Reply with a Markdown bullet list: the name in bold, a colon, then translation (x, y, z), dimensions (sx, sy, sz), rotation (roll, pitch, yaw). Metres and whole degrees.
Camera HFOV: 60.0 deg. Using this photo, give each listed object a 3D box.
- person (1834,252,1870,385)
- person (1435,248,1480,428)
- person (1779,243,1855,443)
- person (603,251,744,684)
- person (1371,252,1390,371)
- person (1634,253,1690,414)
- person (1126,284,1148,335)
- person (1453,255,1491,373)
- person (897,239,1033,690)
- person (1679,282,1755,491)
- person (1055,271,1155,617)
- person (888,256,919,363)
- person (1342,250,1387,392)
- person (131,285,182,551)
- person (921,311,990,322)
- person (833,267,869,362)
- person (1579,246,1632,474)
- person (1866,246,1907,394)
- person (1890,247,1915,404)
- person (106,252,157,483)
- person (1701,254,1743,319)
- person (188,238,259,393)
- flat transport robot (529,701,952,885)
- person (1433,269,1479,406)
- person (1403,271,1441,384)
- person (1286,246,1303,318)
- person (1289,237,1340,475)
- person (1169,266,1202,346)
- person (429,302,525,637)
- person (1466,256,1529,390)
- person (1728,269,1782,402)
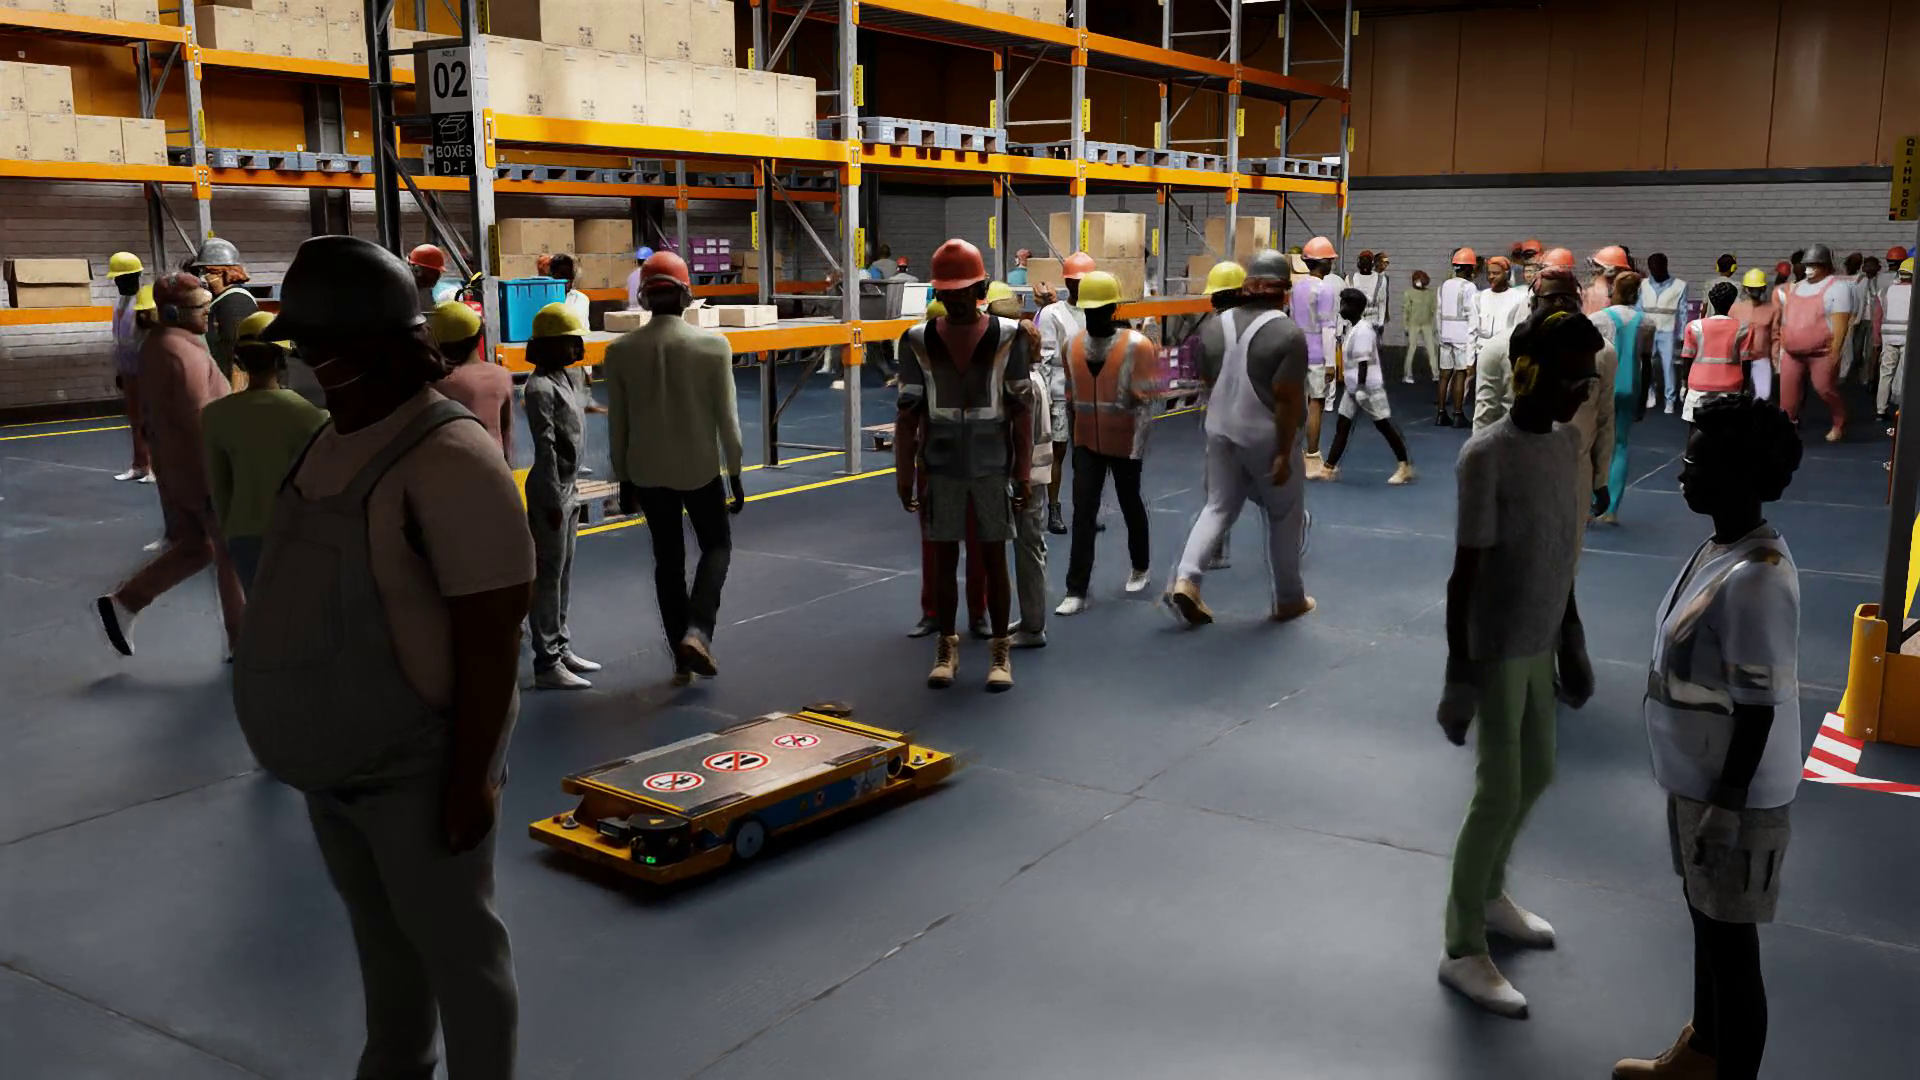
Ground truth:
- **person**: translation (12.409, -3.090, 23.287), dimensions (0.382, 1.853, 0.627), rotation (-4, 11, -23)
- **person**: translation (5.392, -2.174, 17.960), dimensions (0.363, 1.935, 0.553), rotation (-5, 11, -25)
- **person**: translation (8.479, -1.951, 16.440), dimensions (0.917, 2.000, 0.687), rotation (-5, 11, -27)
- **person**: translation (-1.288, -0.310, 7.533), dimensions (0.630, 1.971, 0.505), rotation (1, 10, 3)
- **person**: translation (6.410, -3.499, 25.607), dimensions (0.503, 1.838, 0.350), rotation (-9, 13, -39)
- **person**: translation (8.321, -2.453, 19.680), dimensions (0.671, 1.876, 0.608), rotation (8, 13, 39)
- **person**: translation (2.493, -3.148, 23.889), dimensions (0.339, 1.745, 0.561), rotation (-2, 10, -12)
- **person**: translation (7.979, -3.429, 25.326), dimensions (0.954, 1.803, 0.521), rotation (0, 10, -2)
- **person**: translation (0.018, -0.325, 7.485), dimensions (0.615, 2.028, 0.409), rotation (1, 10, 6)
- **person**: translation (6.053, -1.213, 13.328), dimensions (0.536, 1.693, 0.319), rotation (4, 11, 22)
- **person**: translation (0.841, -0.563, 9.273), dimensions (0.589, 1.870, 1.048), rotation (6, 12, 28)
- **person**: translation (-0.947, -3.803, 27.498), dimensions (0.565, 1.751, 0.330), rotation (-3, 11, -16)
- **person**: translation (5.350, -2.887, 22.067), dimensions (0.573, 1.883, 0.356), rotation (2, 11, 13)
- **person**: translation (-5.125, -0.767, 10.724), dimensions (0.487, 1.742, 0.319), rotation (7, 12, 32)
- **person**: translation (-0.025, -1.057, 12.065), dimensions (0.574, 1.835, 0.384), rotation (-4, 11, -23)
- **person**: translation (-1.815, -3.873, 27.479), dimensions (0.744, 1.898, 0.702), rotation (-8, 13, -37)
- **person**: translation (5.456, -1.515, 14.205), dimensions (0.463, 1.968, 0.627), rotation (1, 10, 7)
- **person**: translation (12.246, -2.885, 21.897), dimensions (0.361, 1.940, 0.543), rotation (-4, 11, -22)
- **person**: translation (11.753, -2.650, 20.564), dimensions (0.380, 1.951, 0.607), rotation (4, 11, 23)
- **person**: translation (-6.884, -1.439, 13.918), dimensions (0.586, 1.928, 0.364), rotation (6, 12, 32)
- **person**: translation (9.215, -2.529, 20.164), dimensions (0.328, 1.861, 0.506), rotation (-9, 13, -40)
- **person**: translation (-4.950, -1.005, 11.199), dimensions (0.537, 2.000, 0.689), rotation (-4, 11, -23)
- **flat transport robot**: translation (-0.728, 0.847, 5.842), dimensions (0.652, 0.197, 1.431), rotation (8, 13, 38)
- **person**: translation (6.040, -2.474, 20.166), dimensions (0.534, 1.740, 0.755), rotation (6, 12, 29)
- **person**: translation (6.498, -2.980, 23.389), dimensions (0.528, 1.590, 0.613), rotation (1, 10, 4)
- **person**: translation (5.497, -3.856, 27.314), dimensions (0.381, 1.924, 0.593), rotation (6, 12, 31)
- **person**: translation (3.071, -1.581, 14.373), dimensions (0.364, 2.048, 0.611), rotation (-4, 11, -19)
- **person**: translation (3.937, -3.894, 28.442), dimensions (0.889, 1.578, 0.530), rotation (9, 13, 40)
- **person**: translation (-2.381, -0.282, 8.055), dimensions (0.465, 1.729, 0.632), rotation (5, 11, 24)
- **person**: translation (4.920, -1.646, 15.241), dimensions (0.582, 1.872, 0.372), rotation (9, 14, 41)
- **person**: translation (7.558, -1.709, 15.909), dimensions (0.545, 1.749, 0.466), rotation (2, 10, 13)
